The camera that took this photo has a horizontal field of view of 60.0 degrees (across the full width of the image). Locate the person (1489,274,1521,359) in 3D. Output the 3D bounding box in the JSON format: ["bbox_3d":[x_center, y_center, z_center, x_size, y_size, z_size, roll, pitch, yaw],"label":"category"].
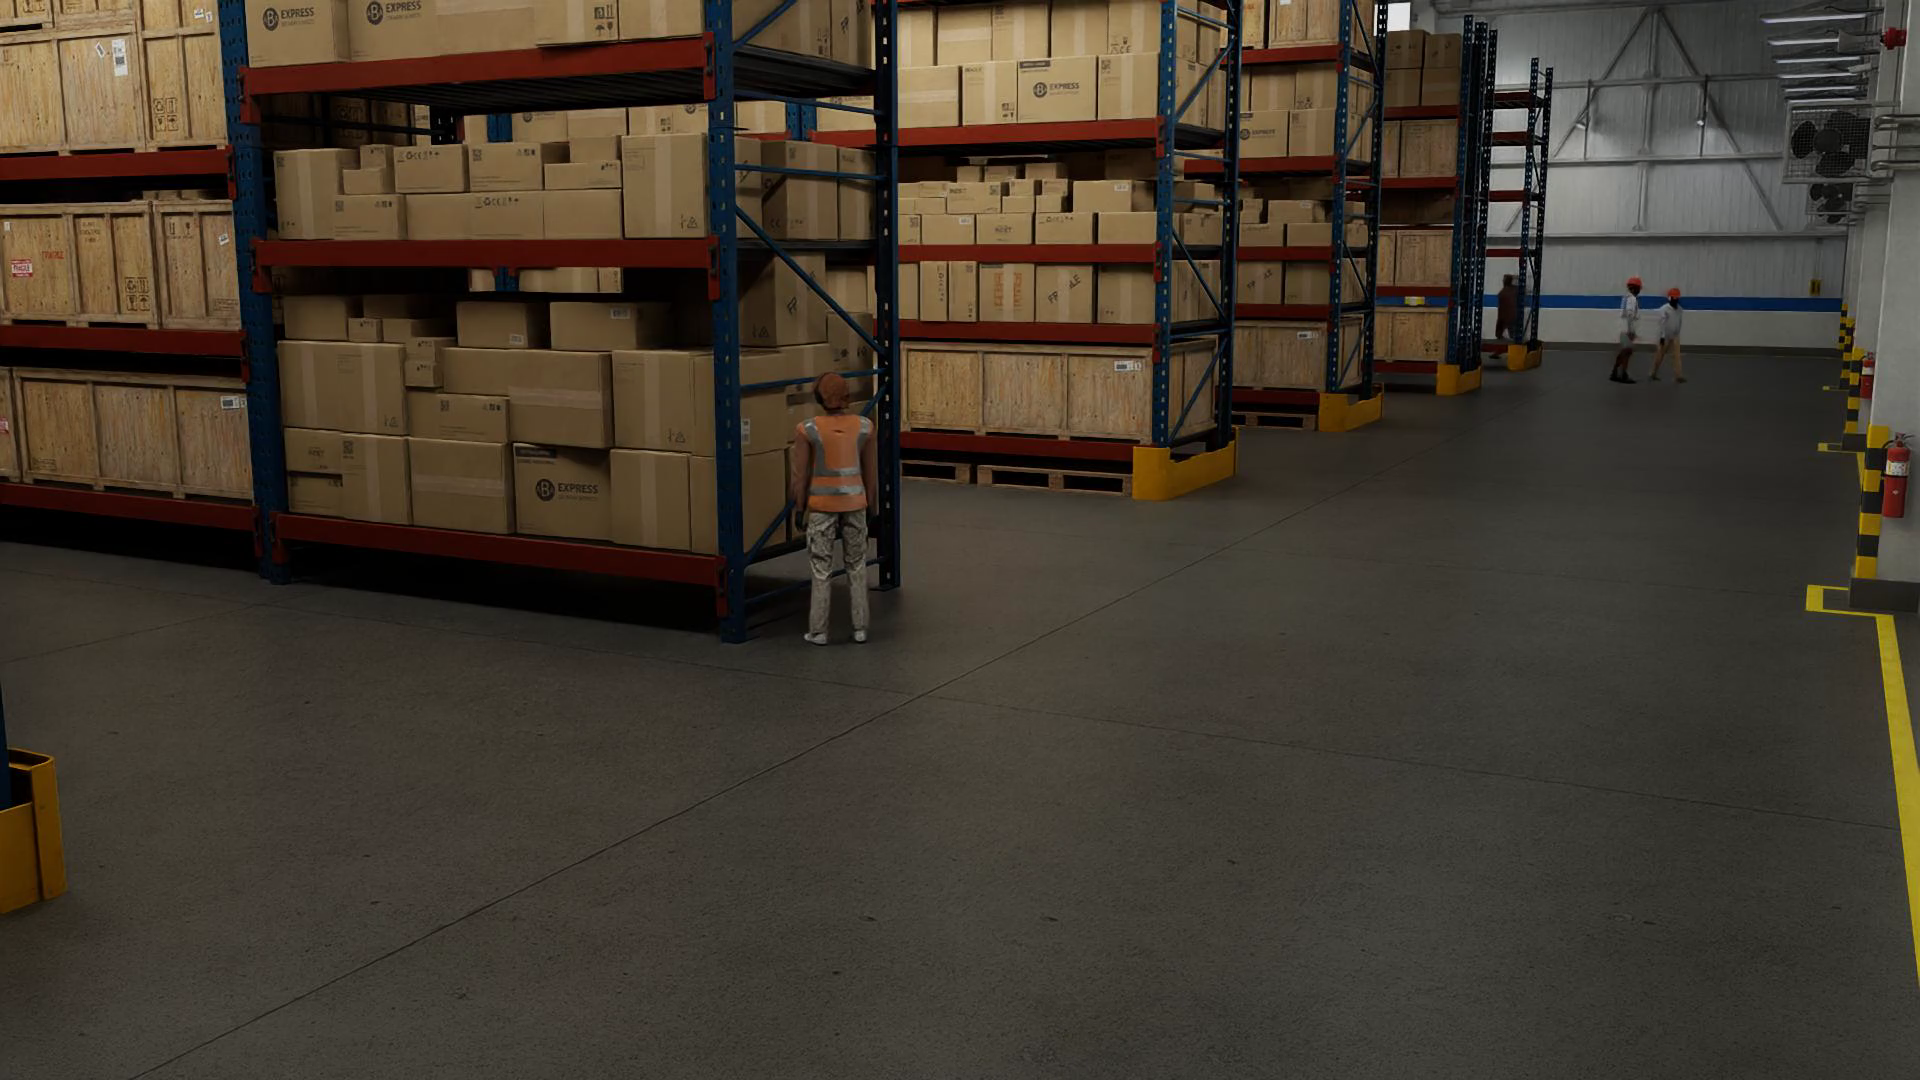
[{"bbox_3d":[12.055,-4.898,36.511,0.649,1.878,0.812,-4,10,-20],"label":"person"}]

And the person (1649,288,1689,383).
[{"bbox_3d":[12.846,-3.701,30.116,0.577,1.715,0.848,-3,10,-19],"label":"person"}]

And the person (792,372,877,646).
[{"bbox_3d":[-0.736,-0.177,9.887,0.520,1.631,0.318,-4,11,-21],"label":"person"}]

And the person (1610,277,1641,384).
[{"bbox_3d":[12.008,-3.757,29.890,0.408,1.900,0.624,2,10,12],"label":"person"}]
